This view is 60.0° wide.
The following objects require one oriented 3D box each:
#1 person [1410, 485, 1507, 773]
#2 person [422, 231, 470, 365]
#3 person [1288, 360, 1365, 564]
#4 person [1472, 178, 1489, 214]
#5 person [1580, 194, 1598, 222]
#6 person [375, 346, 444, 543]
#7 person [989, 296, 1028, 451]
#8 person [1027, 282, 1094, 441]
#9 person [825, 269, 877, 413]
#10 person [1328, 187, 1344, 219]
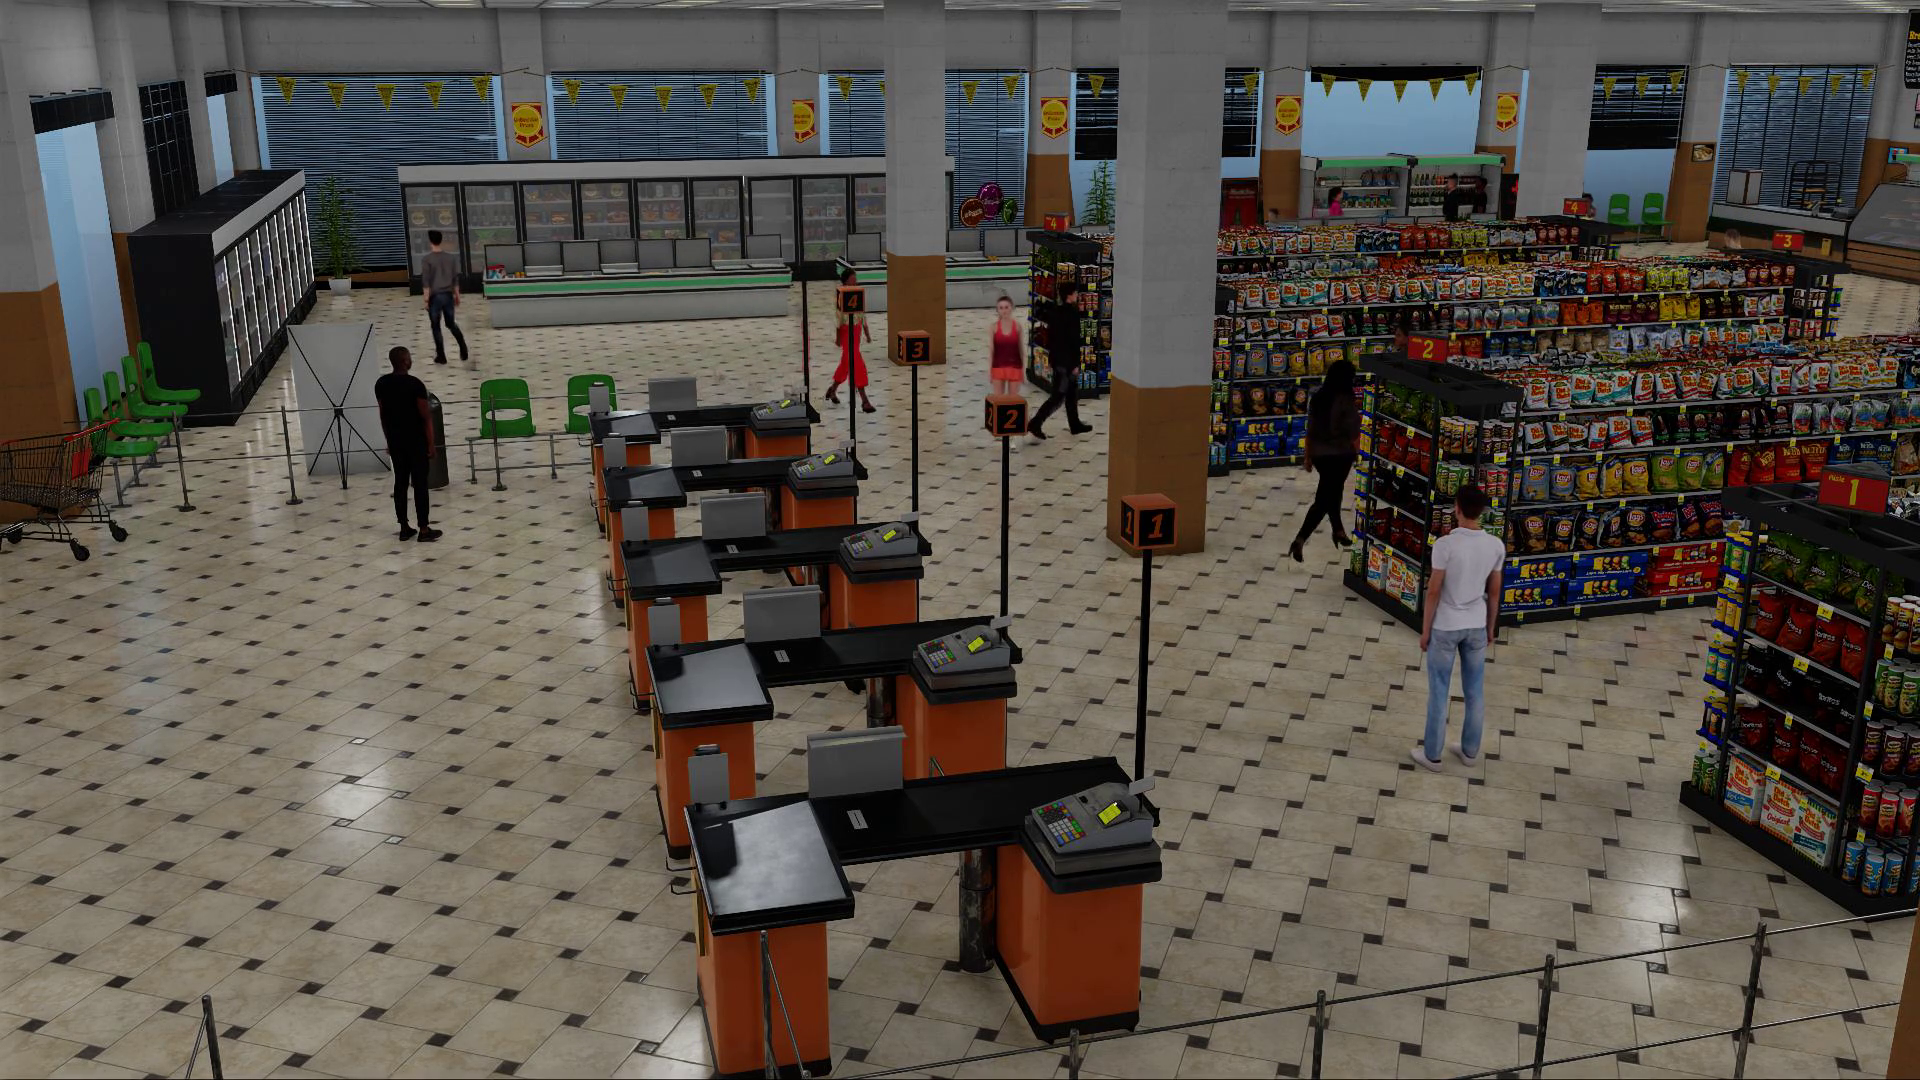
[{"bbox_3d":[3.162,0.561,10.527,0.471,1.851,0.701,-4,17,-13],"label":"person"},{"bbox_3d":[-7.286,-3.394,23.490,1.046,1.887,1.008,-15,22,-40],"label":"person"},{"bbox_3d":[3.191,-0.633,14.574,1.294,1.783,0.951,-13,21,-36],"label":"person"},{"bbox_3d":[10.393,-6.341,33.334,0.739,1.806,0.715,7,18,21],"label":"person"},{"bbox_3d":[11.679,-5.632,31.192,1.001,1.693,0.866,0,17,1],"label":"person"},{"bbox_3d":[-5.101,-0.890,15.357,0.672,1.819,0.806,4,17,13],"label":"person"},{"bbox_3d":[0.533,-1.915,18.873,0.687,1.739,0.716,-1,17,-3],"label":"person"},{"bbox_3d":[1.120,-2.017,19.105,1.218,1.799,0.837,-7,18,-22],"label":"person"},{"bbox_3d":[-1.416,-2.464,20.668,1.058,1.746,1.161,16,23,41],"label":"person"},{"bbox_3d":[7.228,-6.055,32.618,0.941,1.675,0.660,-2,17,-7],"label":"person"}]
